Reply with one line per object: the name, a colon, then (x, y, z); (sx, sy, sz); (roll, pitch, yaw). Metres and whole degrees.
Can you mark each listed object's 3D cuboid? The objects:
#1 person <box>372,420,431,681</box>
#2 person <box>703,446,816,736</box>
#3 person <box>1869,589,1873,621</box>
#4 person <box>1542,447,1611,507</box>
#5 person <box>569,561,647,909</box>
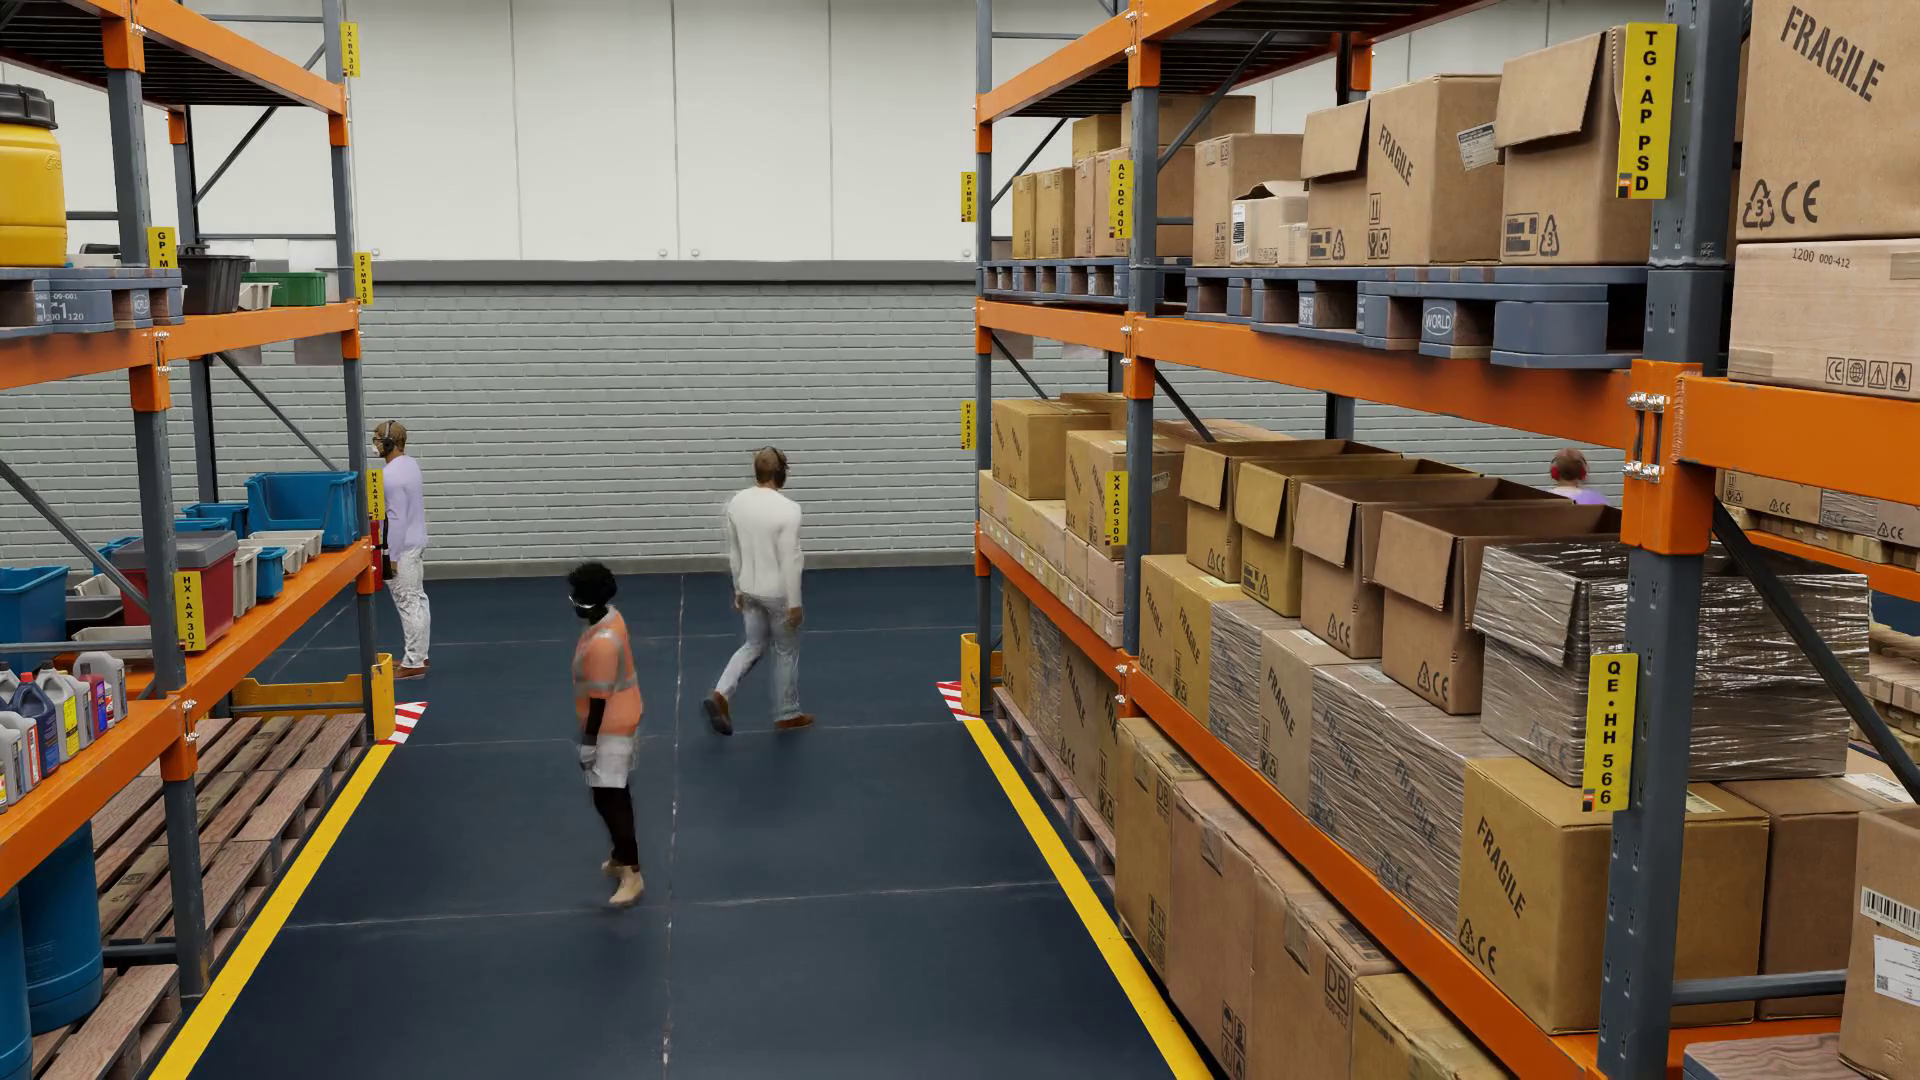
person: (-4.144, 0.077, 12.337); (0.376, 1.940, 0.629); (-1, 9, -5)
person: (-1.293, 0.349, 10.742); (0.636, 1.918, 0.770); (8, 12, 39)
person: (6.401, 0.183, 11.934); (0.516, 1.860, 0.322); (-3, 10, -19)
person: (4.137, 0.285, 11.392); (0.580, 1.832, 0.441); (3, 10, 16)
person: (-1.705, 0.909, 8.049); (0.316, 1.671, 0.621); (-1, 9, -4)
